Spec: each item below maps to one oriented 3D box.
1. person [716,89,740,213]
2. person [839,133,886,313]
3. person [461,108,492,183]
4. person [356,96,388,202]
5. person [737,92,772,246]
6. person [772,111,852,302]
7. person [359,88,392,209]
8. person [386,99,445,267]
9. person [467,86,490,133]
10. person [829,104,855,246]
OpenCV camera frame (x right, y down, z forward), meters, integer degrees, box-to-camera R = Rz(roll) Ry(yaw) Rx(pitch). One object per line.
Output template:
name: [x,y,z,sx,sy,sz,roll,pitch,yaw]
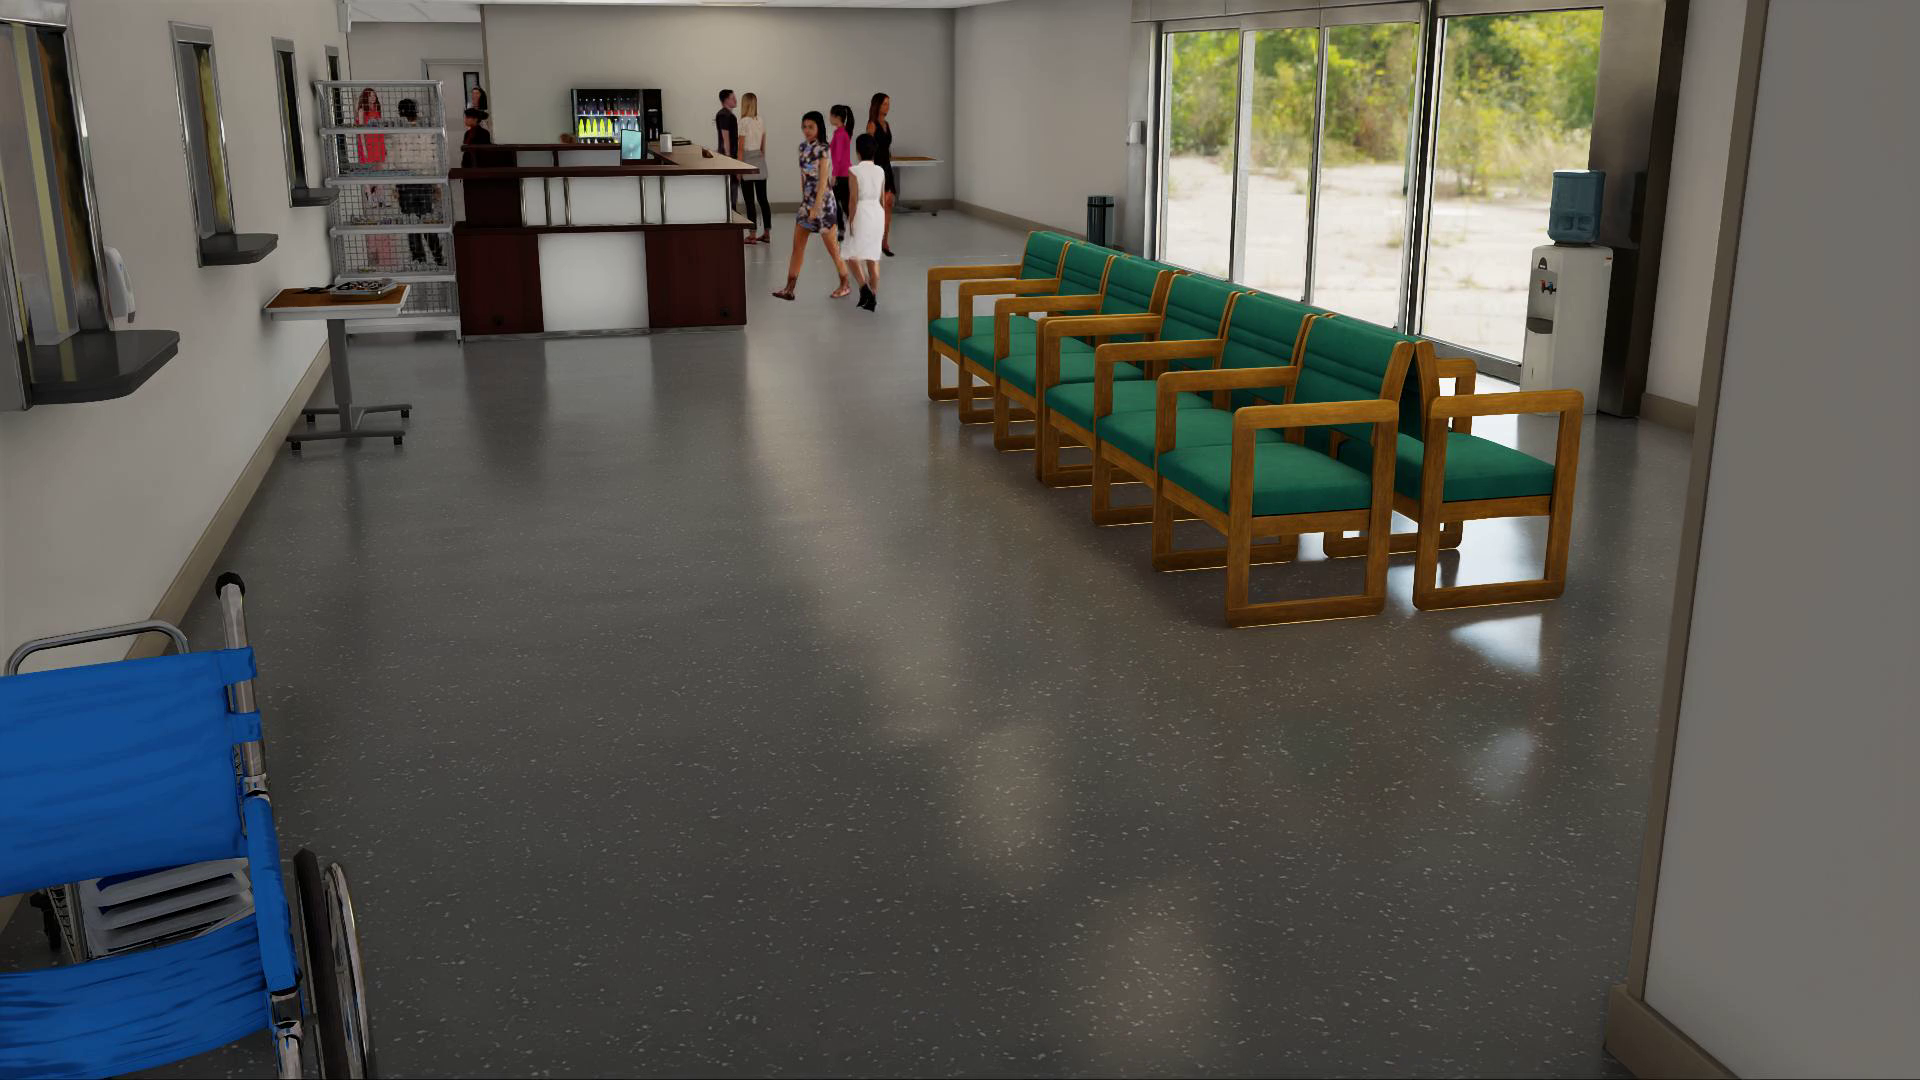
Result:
person: [-3.173,-5.236,22.786,0.821,1.858,0.815,1,16,2]
person: [-0.787,-2.767,14.608,0.638,1.545,0.732,-10,19,-33]
person: [-5.960,-4.560,20.840,0.916,1.612,1.017,11,19,35]
person: [-9.721,-6.411,27.223,0.706,1.711,0.774,5,16,17]
person: [-2.547,-4.585,20.542,0.732,1.823,0.646,12,20,37]
person: [-1.231,-3.014,15.221,1.003,1.686,1.159,13,20,39]
person: [-9.200,-6.147,26.074,0.719,1.828,0.647,10,19,32]
person: [-5.529,-3.550,16.925,0.829,1.794,0.851,-10,18,-31]
person: [-8.593,-7.198,29.848,0.860,1.803,0.768,-3,16,-10]
person: [-1.301,-4.336,19.920,0.718,1.681,0.688,1,16,4]
